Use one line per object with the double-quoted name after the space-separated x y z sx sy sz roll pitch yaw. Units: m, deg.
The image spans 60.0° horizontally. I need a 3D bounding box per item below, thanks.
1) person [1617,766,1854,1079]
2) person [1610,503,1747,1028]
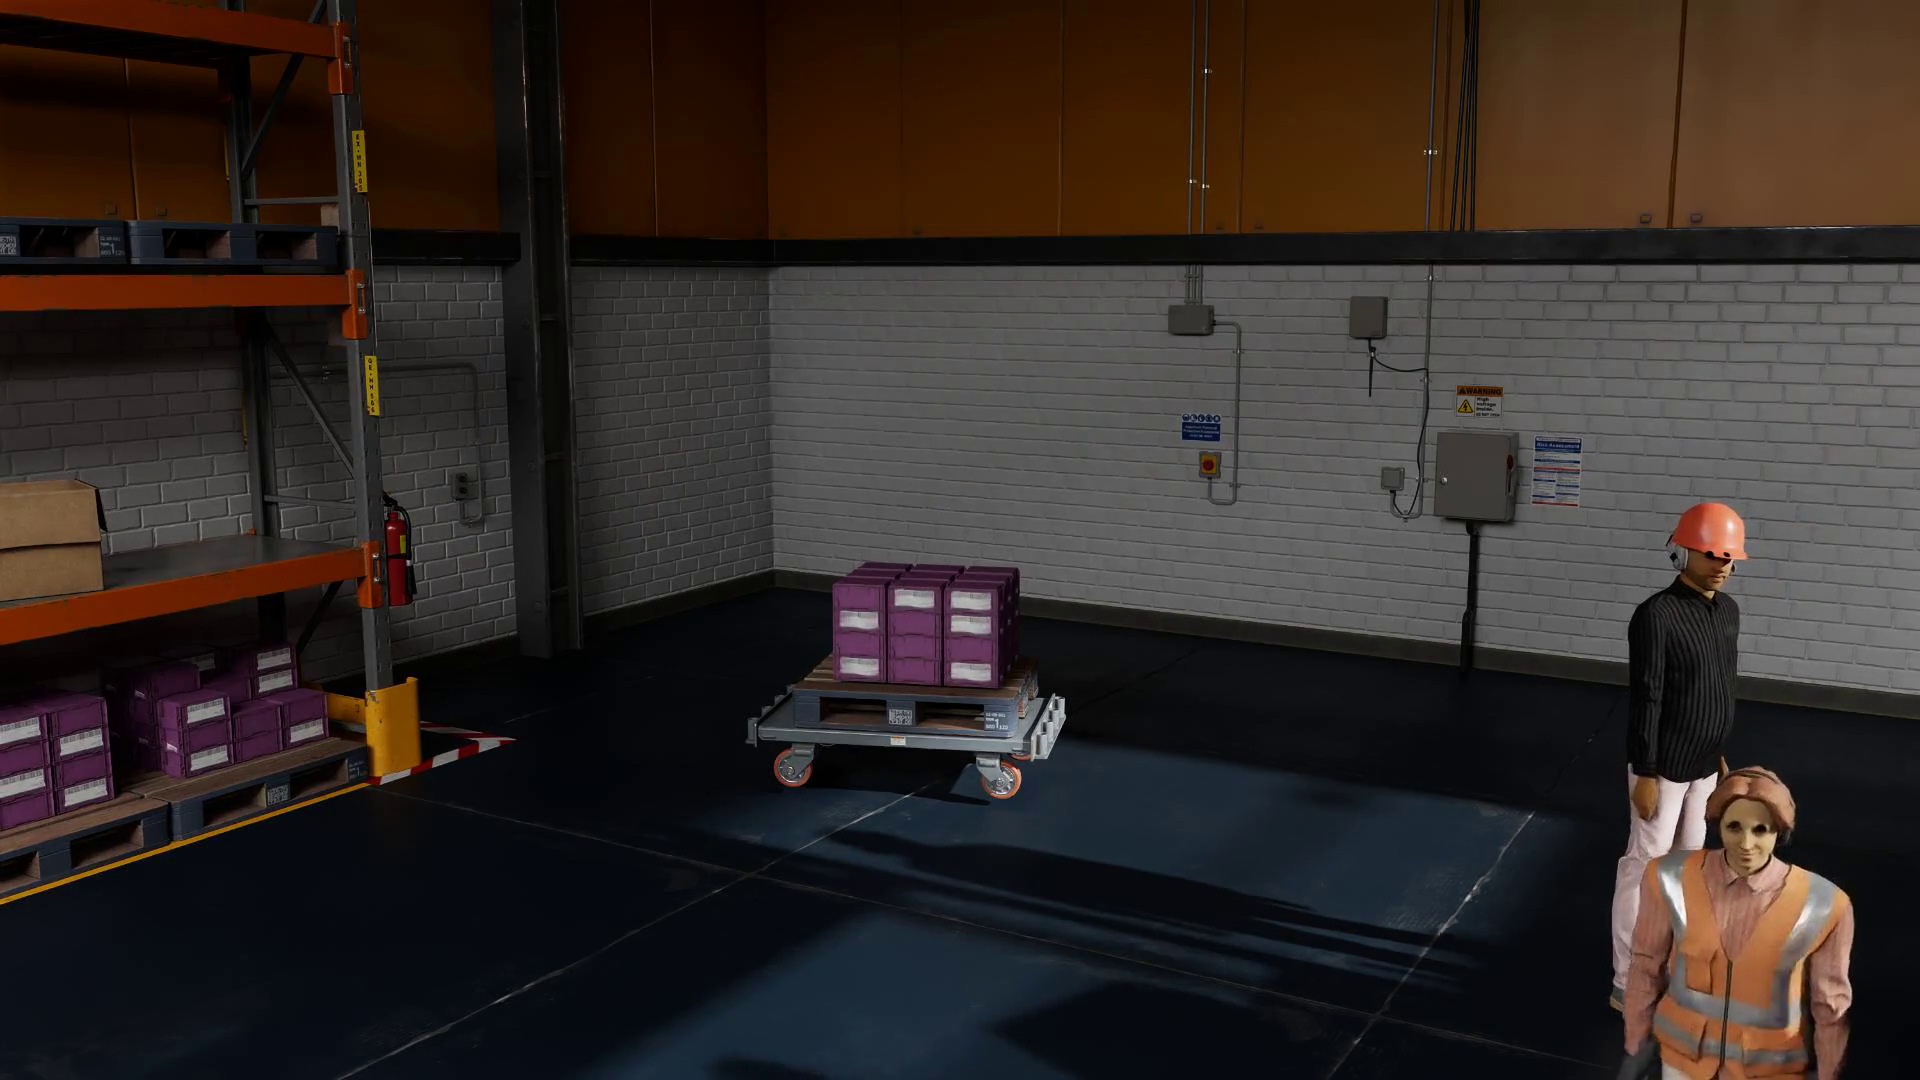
1.959 1.361 4.243 0.515 1.625 0.373 6 11 35 "person"
2.756 0.841 6.329 0.613 1.991 0.392 -6 11 -35 "person"
